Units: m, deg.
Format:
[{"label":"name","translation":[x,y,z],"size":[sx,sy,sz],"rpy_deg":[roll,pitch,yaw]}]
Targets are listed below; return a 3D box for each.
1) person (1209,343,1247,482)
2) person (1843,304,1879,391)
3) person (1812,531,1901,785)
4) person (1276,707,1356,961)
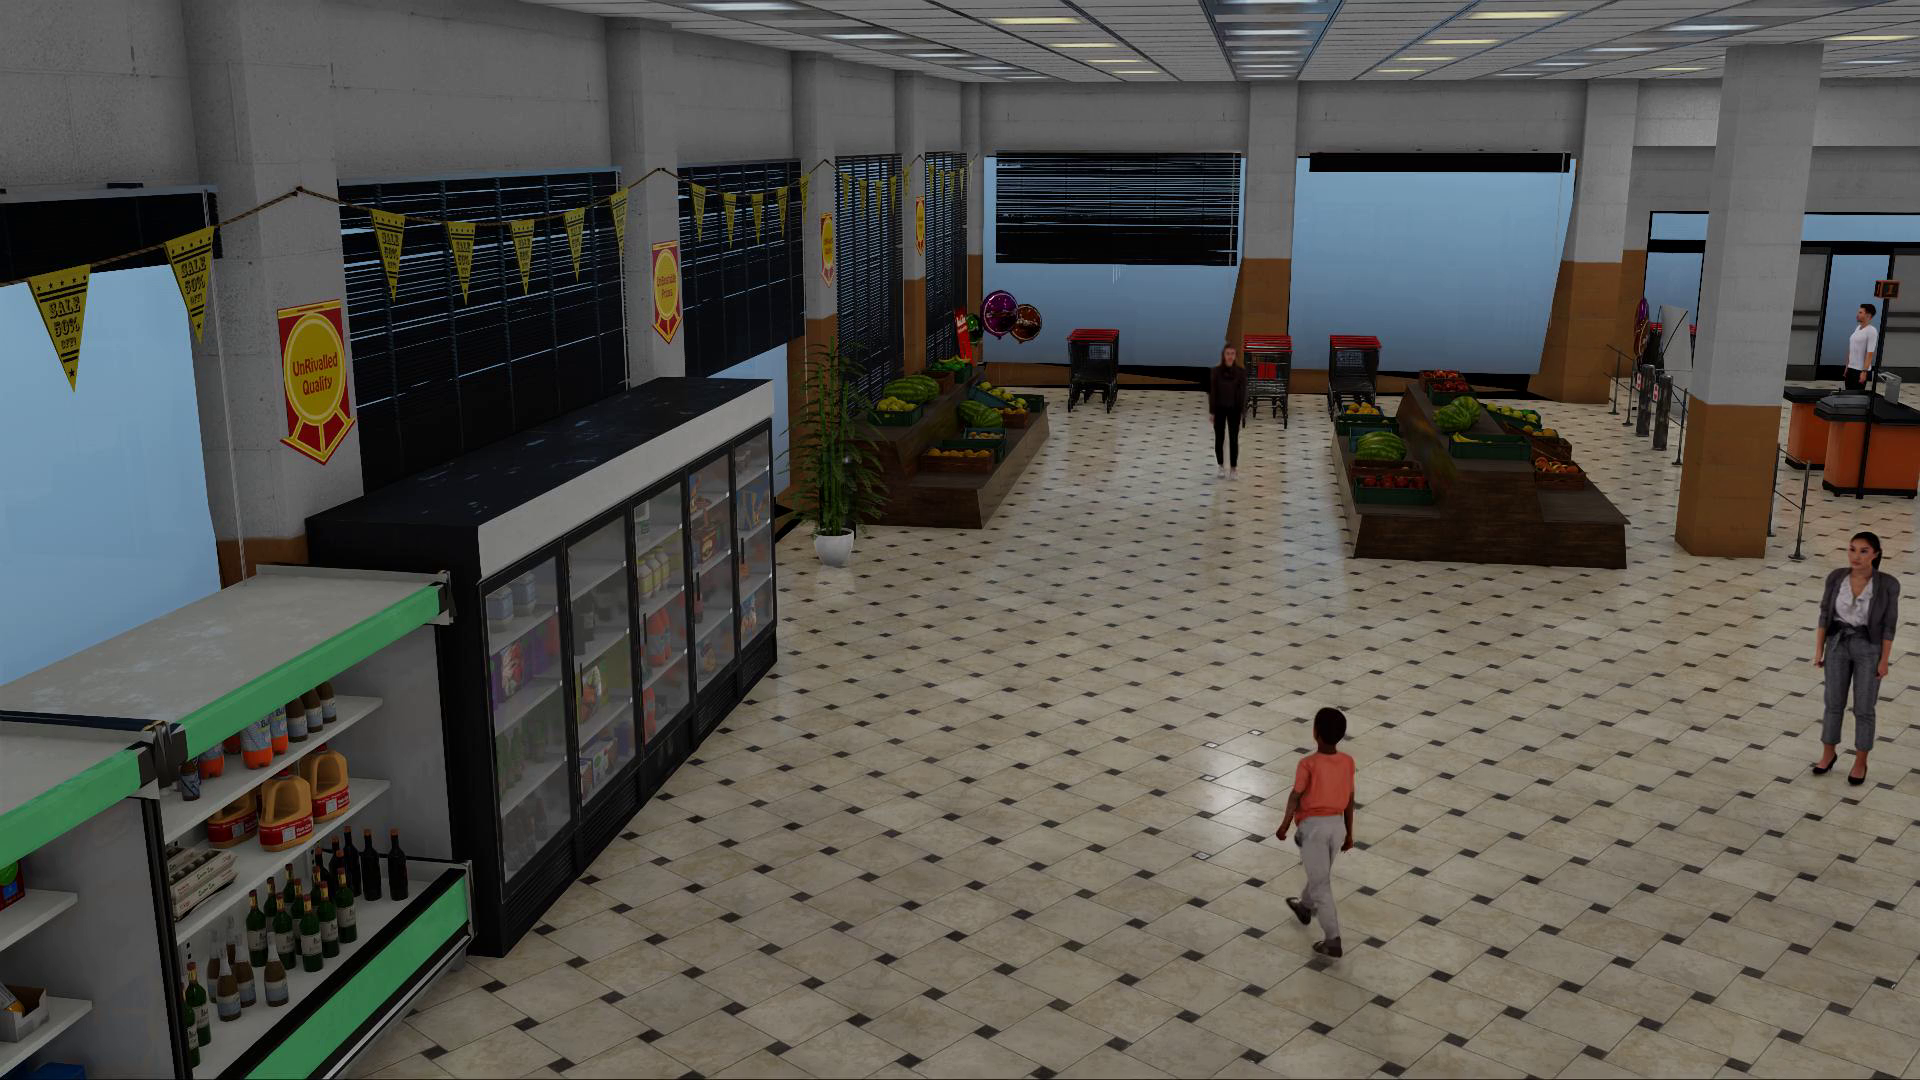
[{"label":"person","translation":[3.275,-1.585,20.529],"size":[0.660,1.676,0.885],"rpy_deg":[1,14,5]},{"label":"person","translation":[12.808,-2.443,23.692],"size":[0.768,1.851,0.564],"rpy_deg":[0,14,0]},{"label":"person","translation":[5.859,0.754,10.887],"size":[0.752,1.675,0.719],"rpy_deg":[-13,19,-43]},{"label":"person","translation":[1.884,1.523,8.548],"size":[0.760,1.282,0.952],"rpy_deg":[-4,14,-17]}]
